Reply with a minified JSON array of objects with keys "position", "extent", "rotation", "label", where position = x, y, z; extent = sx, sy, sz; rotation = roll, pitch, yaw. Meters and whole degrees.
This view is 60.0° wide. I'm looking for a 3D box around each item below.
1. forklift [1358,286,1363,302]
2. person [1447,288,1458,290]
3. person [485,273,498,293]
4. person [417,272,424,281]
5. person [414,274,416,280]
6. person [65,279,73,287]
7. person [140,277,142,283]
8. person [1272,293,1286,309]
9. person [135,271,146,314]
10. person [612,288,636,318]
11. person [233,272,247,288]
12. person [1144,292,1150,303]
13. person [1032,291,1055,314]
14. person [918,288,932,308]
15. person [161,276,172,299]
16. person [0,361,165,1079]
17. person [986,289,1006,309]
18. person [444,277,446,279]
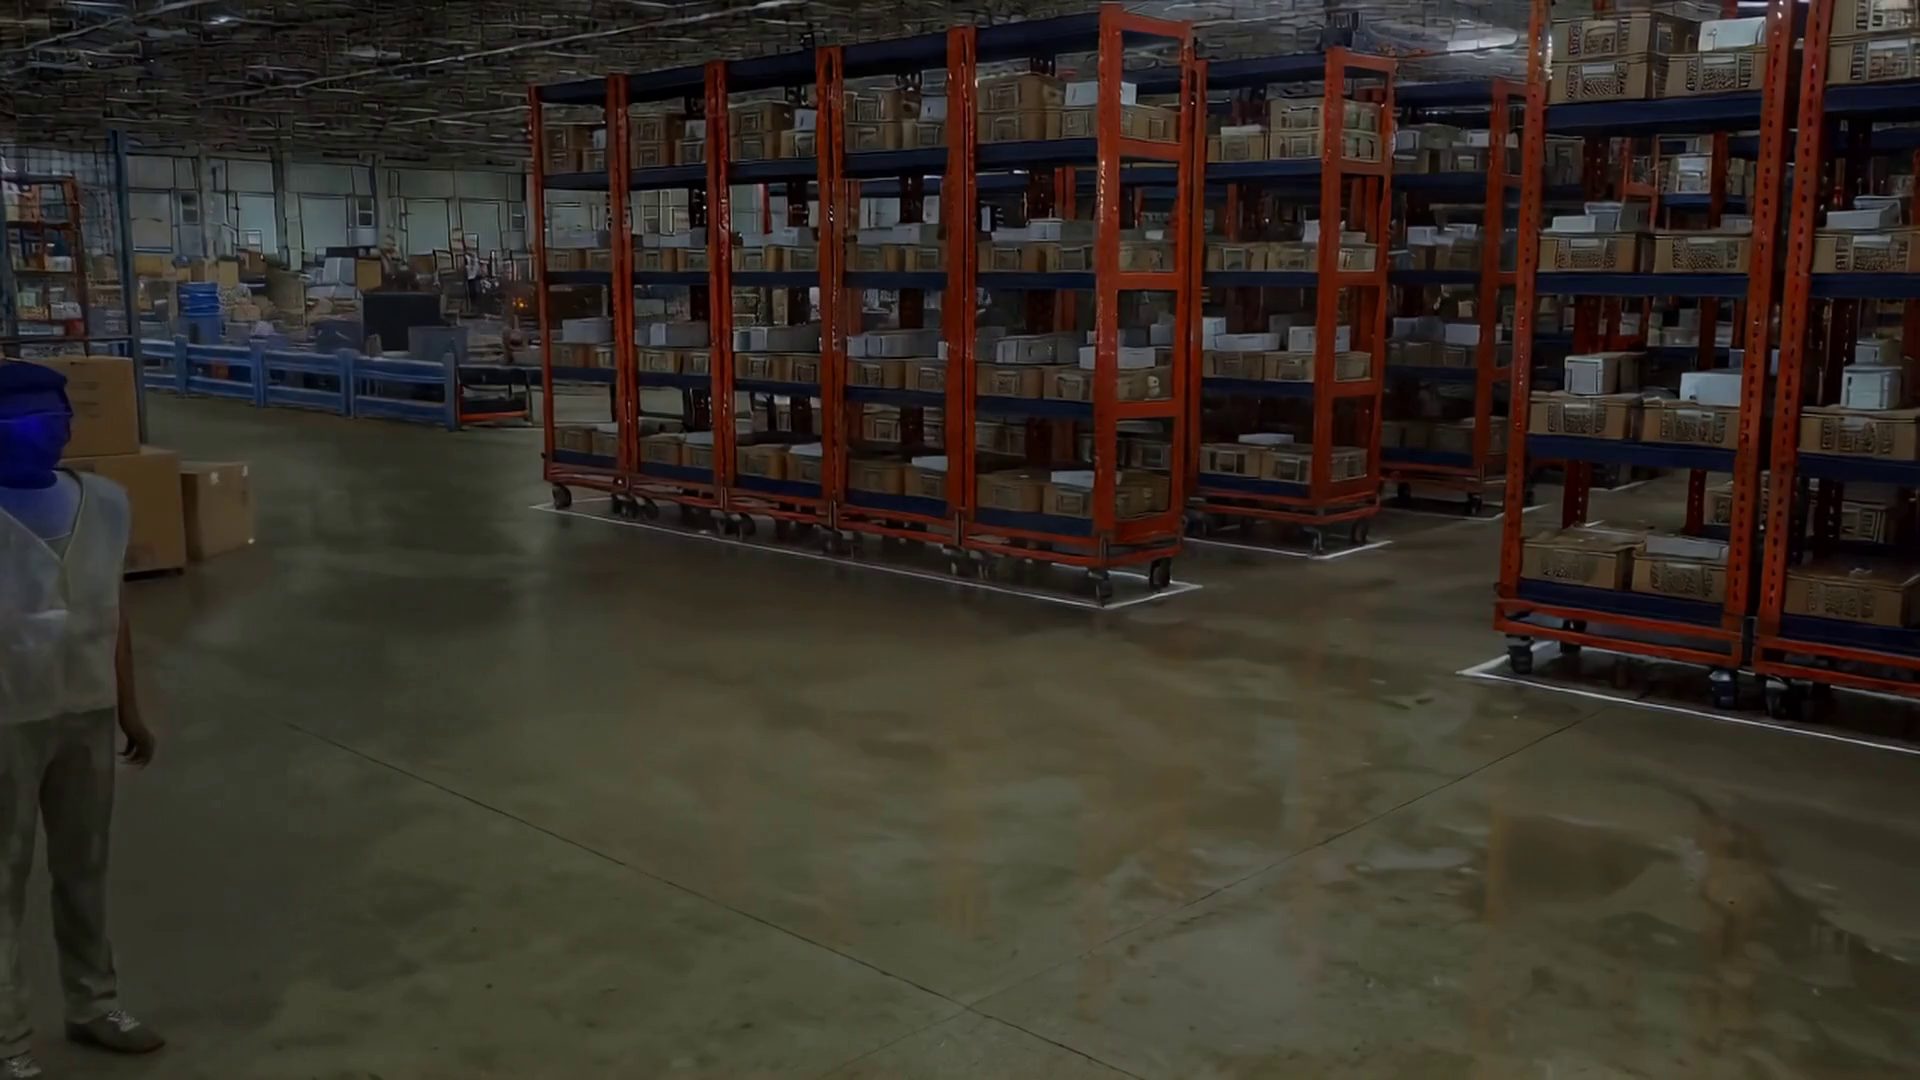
[{"position":[11.100,-7.017,46.970],"extent":[1.873,2.768,1.129],"rotation":[9,13,43],"label":"forklift"},{"position":[20.142,-10.068,68.267],"extent":[0.646,2.030,0.456],"rotation":[8,12,40],"label":"person"},{"position":[-21.981,-11.594,78.100],"extent":[0.591,1.889,0.885],"rotation":[-3,10,-19],"label":"person"},{"position":[-29.811,-13.806,91.572],"extent":[0.908,1.897,0.557],"rotation":[4,10,21],"label":"person"},{"position":[-28.099,-12.822,85.882],"extent":[0.971,1.803,0.517],"rotation":[3,10,16],"label":"person"},{"position":[-40.044,-11.069,74.808],"extent":[0.932,1.913,0.593],"rotation":[-1,9,-4],"label":"person"},{"position":[-28.162,-8.149,57.148],"extent":[0.969,1.815,0.541],"rotation":[-2,9,-11],"label":"person"},{"position":[10.046,-7.207,52.079],"extent":[0.514,1.587,0.850],"rotation":[-5,11,-29],"label":"person"},{"position":[-23.971,-6.874,48.713],"extent":[0.733,2.025,0.621],"rotation":[-4,10,-23],"label":"person"},{"position":[-8.287,-5.479,41.027],"extent":[0.600,1.732,0.401],"rotation":[-1,9,-3],"label":"person"},{"position":[-27.354,-9.249,63.495],"extent":[0.981,1.946,0.627],"rotation":[3,10,18],"label":"person"},{"position":[7.031,-9.023,62.881],"extent":[0.320,1.698,0.531],"rotation":[1,9,5],"label":"person"},{"position":[1.314,-2.940,25.361],"extent":[0.463,1.783,0.622],"rotation":[-3,10,-19],"label":"person"},{"position":[-0.912,-5.756,42.984],"extent":[0.551,1.644,0.861],"rotation":[-9,13,-44],"label":"person"},{"position":[-36.258,-11.176,75.965],"extent":[0.328,1.736,0.492],"rotation":[7,12,38],"label":"person"},{"position":[-2.346,0.467,4.241],"extent":[0.392,1.846,0.564],"rotation":[5,10,26],"label":"person"},{"position":[0.507,-2.559,22.632],"extent":[0.431,1.894,0.669],"rotation":[-7,12,-38],"label":"person"},{"position":[-24.696,-11.834,80.125],"extent":[0.317,1.696,0.538],"rotation":[4,10,21],"label":"person"}]
